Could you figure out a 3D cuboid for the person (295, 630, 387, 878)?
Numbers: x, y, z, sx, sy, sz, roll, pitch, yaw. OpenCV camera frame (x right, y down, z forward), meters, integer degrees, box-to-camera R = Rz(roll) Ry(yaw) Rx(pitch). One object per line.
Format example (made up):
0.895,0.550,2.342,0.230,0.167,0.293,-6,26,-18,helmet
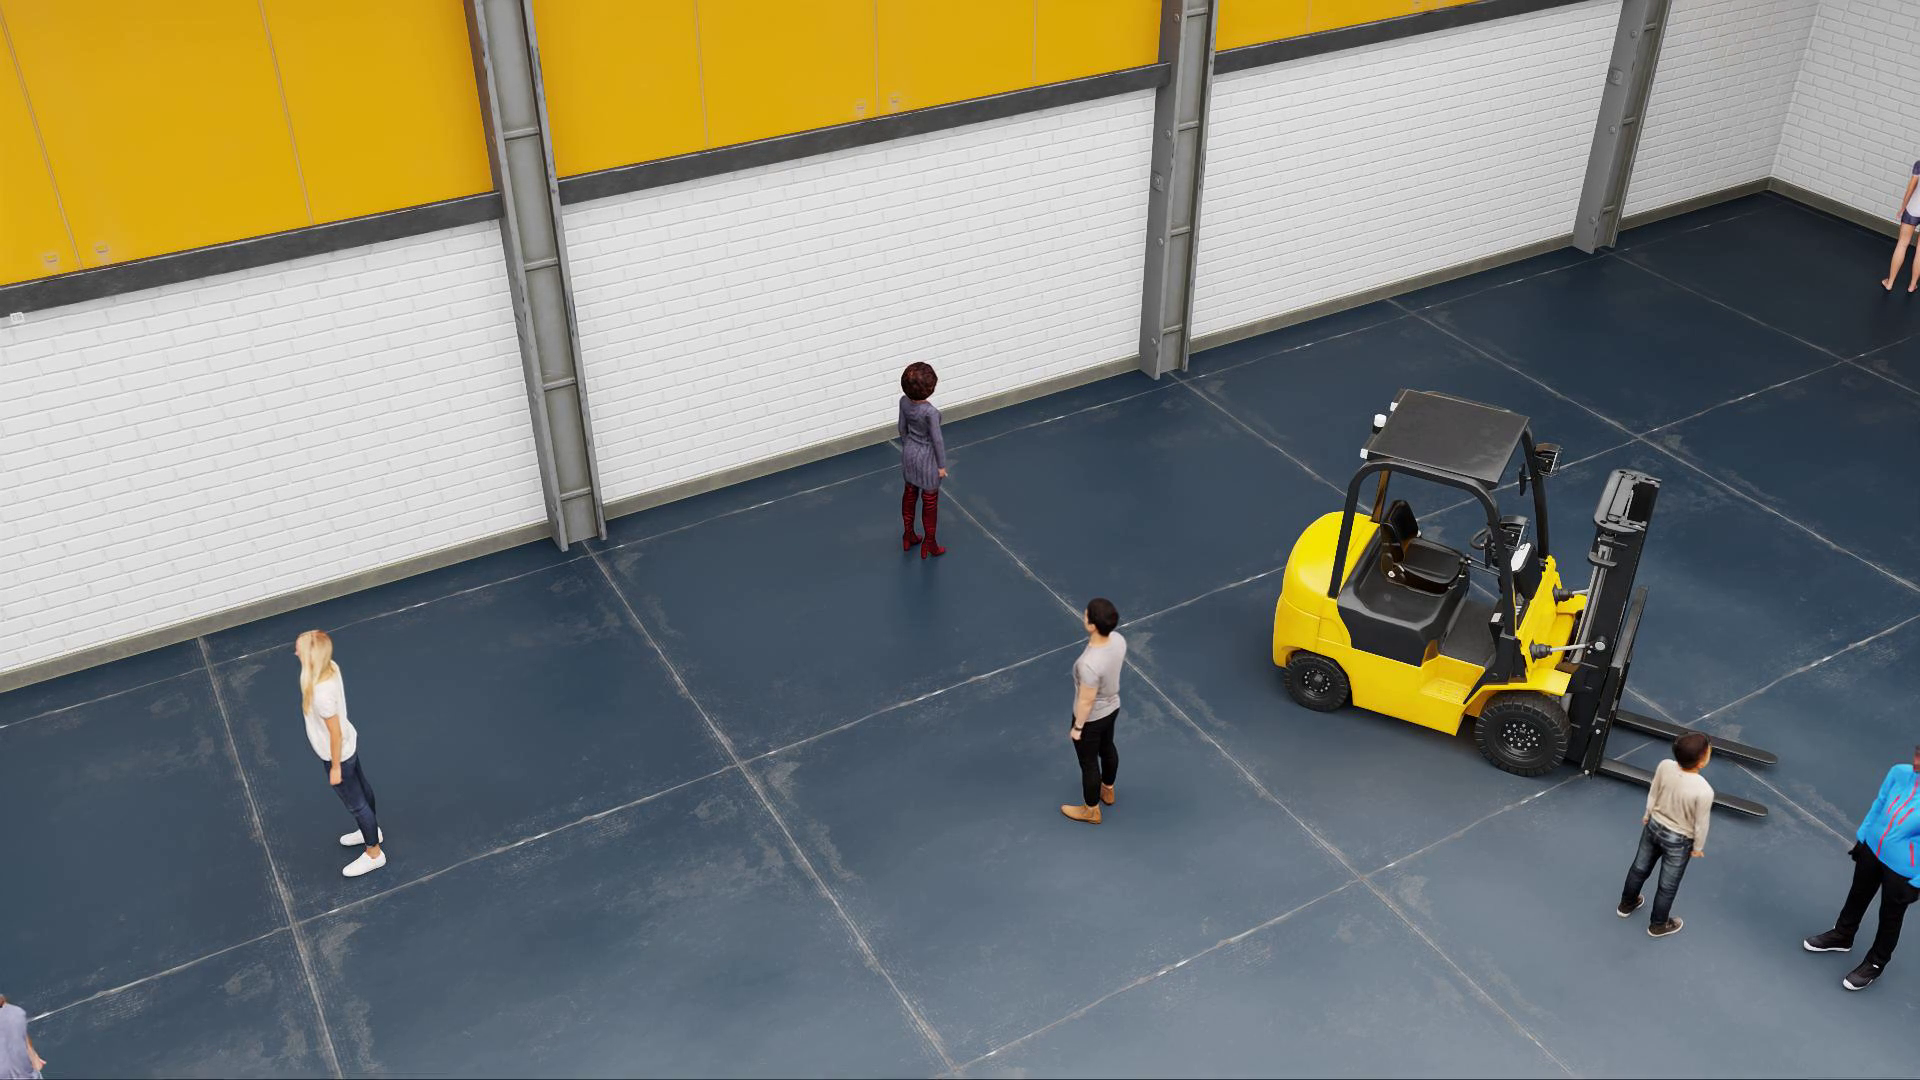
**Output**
-3.832,1.294,10.298,0.564,1.809,0.628,-11,35,-15,person

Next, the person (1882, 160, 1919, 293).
10.134,-3.450,17.505,0.681,1.732,0.723,12,36,18,person

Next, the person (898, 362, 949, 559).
-0.312,-0.637,13.293,0.648,1.710,0.613,27,42,34,person

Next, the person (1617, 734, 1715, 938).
4.230,1.747,9.928,0.517,1.465,0.561,-20,38,-27,person

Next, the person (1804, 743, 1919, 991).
5.364,1.818,9.524,0.582,1.794,0.648,-11,35,-16,person

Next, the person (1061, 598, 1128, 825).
0.881,1.087,10.687,0.738,1.724,0.602,23,40,30,person
